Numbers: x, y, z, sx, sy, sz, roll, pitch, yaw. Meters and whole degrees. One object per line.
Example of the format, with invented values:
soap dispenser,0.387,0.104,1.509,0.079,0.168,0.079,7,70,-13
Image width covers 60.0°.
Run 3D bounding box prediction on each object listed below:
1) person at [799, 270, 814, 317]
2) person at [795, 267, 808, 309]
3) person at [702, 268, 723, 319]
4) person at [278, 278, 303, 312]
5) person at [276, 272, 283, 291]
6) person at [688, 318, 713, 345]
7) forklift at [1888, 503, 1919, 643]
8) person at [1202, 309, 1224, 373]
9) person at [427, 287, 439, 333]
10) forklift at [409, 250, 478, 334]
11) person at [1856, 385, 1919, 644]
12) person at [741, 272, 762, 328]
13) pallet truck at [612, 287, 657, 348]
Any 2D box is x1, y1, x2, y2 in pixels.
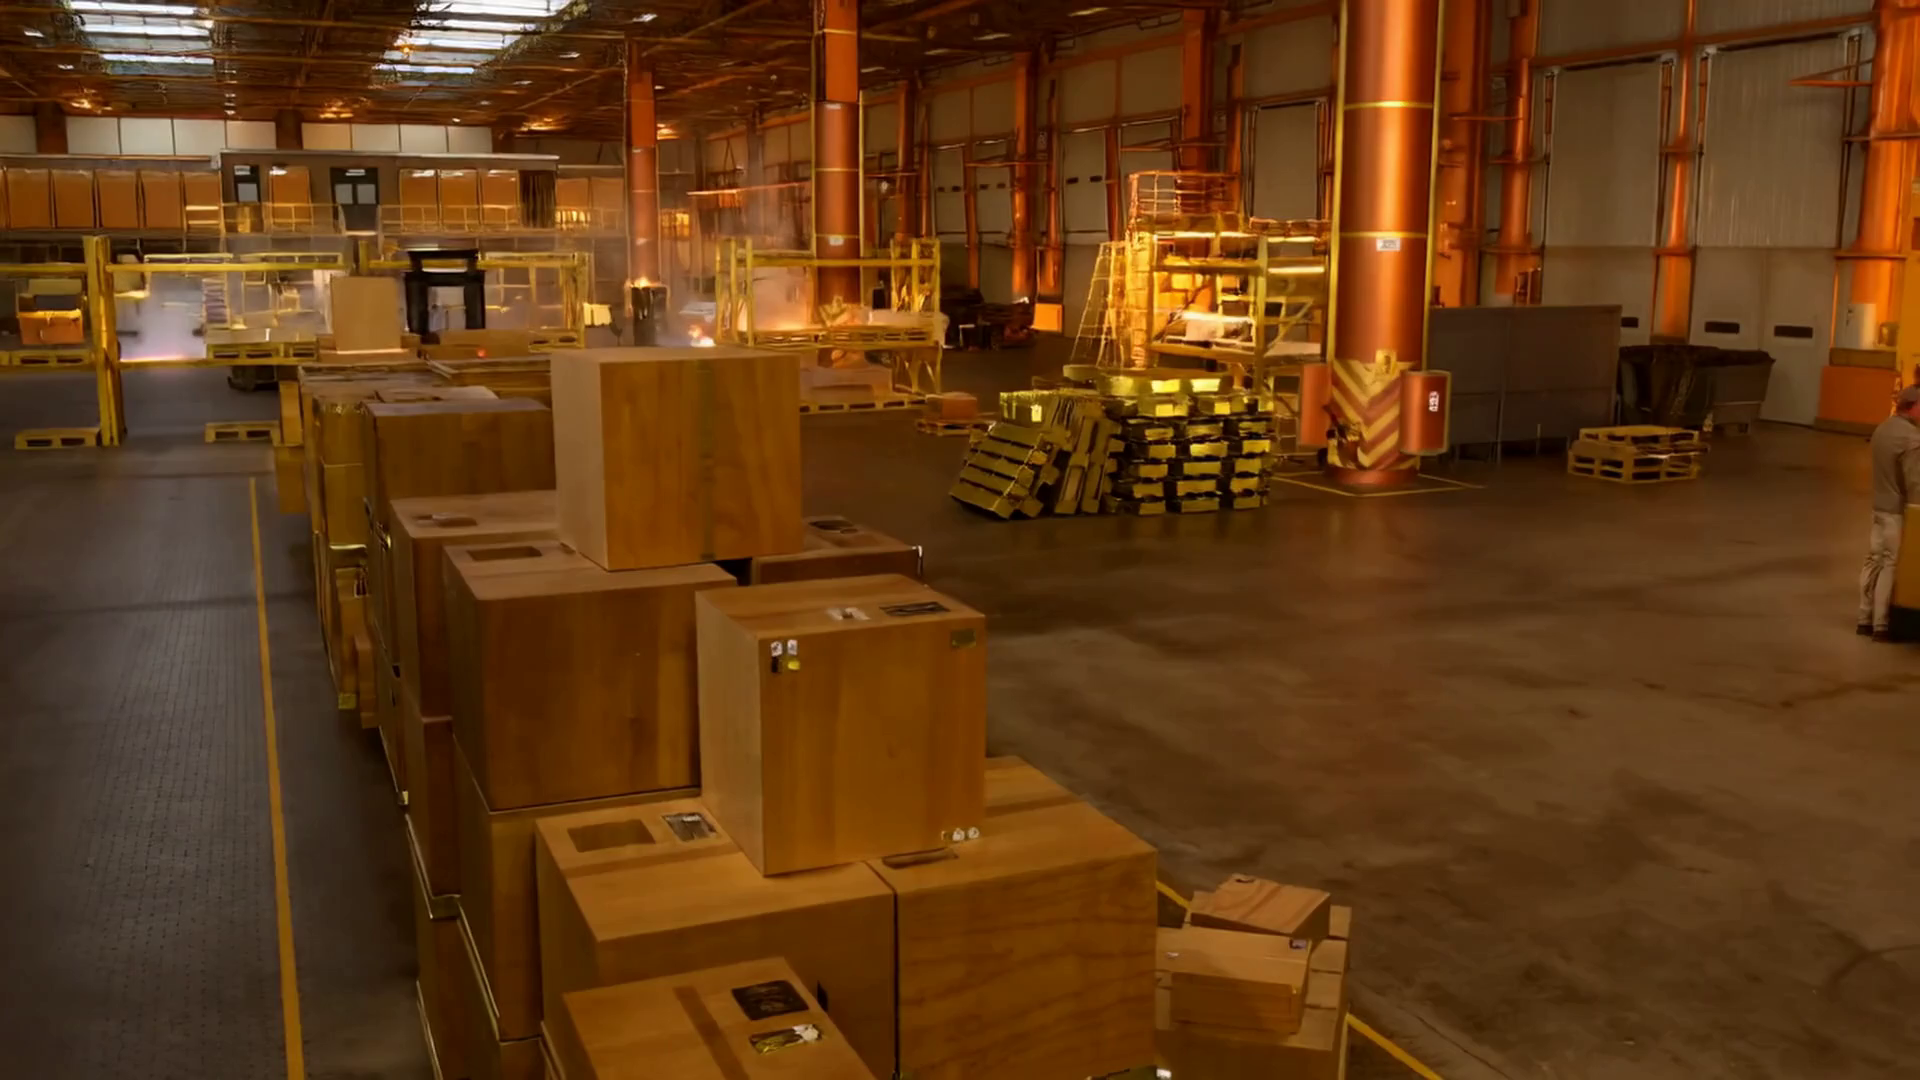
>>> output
person,-5.730,-9.258,62.664,1.000,1.814,0.530,8,13,38
person,-6.646,-10.632,70.255,0.637,1.796,0.912,-7,12,-34
person,-9.155,-8.948,60.590,1.052,1.946,0.627,-5,11,-25
person,-16.200,-5.293,40.170,0.537,2.000,0.675,3,11,16
person,-22.204,-7.815,54.412,0.380,1.916,0.596,0,10,1
person,-3.496,-2.023,22.432,0.372,1.940,0.632,-6,12,-32
forklift,7.917,-0.604,12.013,1.873,2.768,1.129,-4,11,-23
person,4.056,-2.794,26.855,0.984,1.889,0.597,6,12,31
person,-14.072,-6.002,44.597,0.610,1.863,0.637,-1,10,-8
forklift,-7.448,-2.817,24.212,1.129,2.768,1.873,-3,11,-16
person,6.965,-0.193,12.380,0.376,1.931,0.636,0,10,2
person,-7.022,-7.970,55.321,0.604,1.907,0.989,8,13,37
pallet truck,-6.464,-4.406,35.401,0.823,1.965,1.885,6,12,32
